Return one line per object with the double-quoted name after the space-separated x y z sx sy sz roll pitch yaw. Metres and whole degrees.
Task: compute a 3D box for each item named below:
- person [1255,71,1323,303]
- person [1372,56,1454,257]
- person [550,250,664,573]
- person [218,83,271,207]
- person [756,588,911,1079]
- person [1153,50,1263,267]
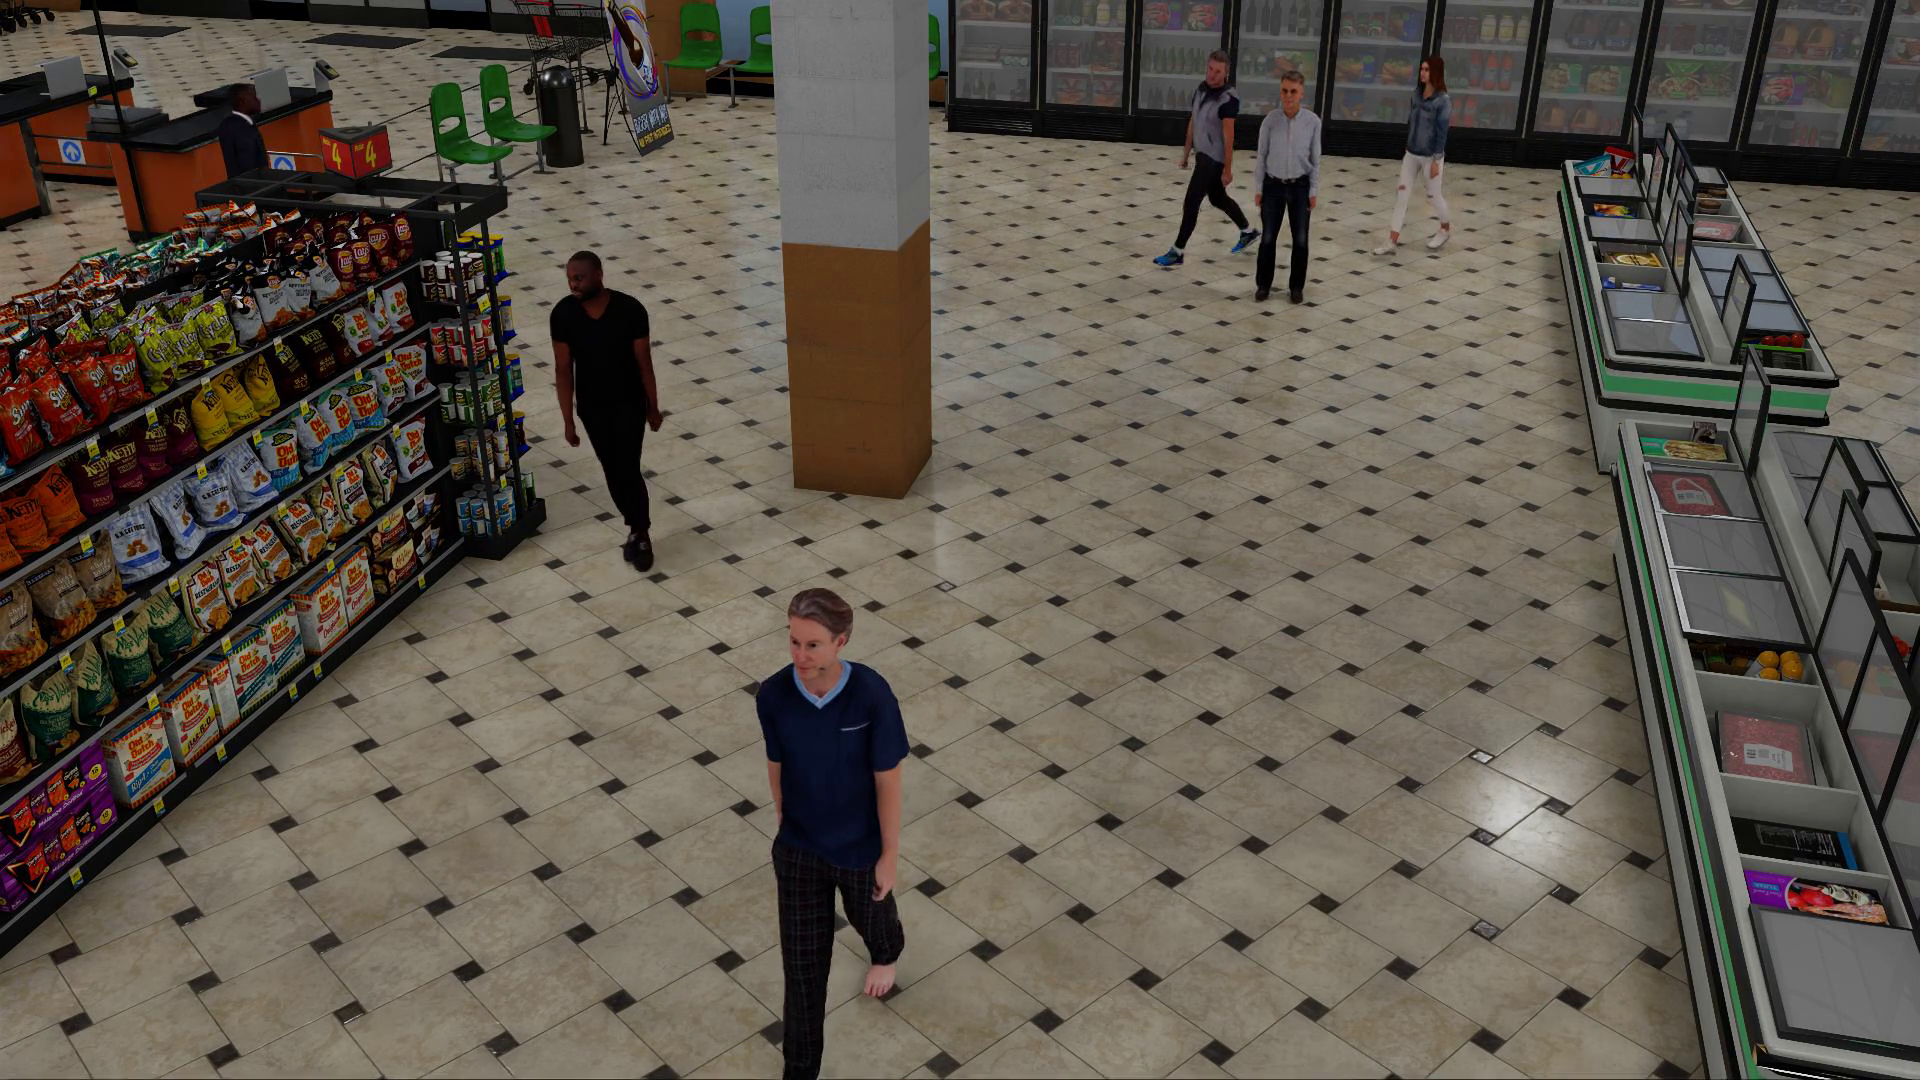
2.570 -2.771 13.056 0.648 1.812 0.542 6 27 11 "person"
4.014 -3.241 14.142 1.187 1.669 1.079 -17 31 -30 "person"
-1.874 -0.736 9.060 0.756 1.796 0.774 0 27 0 "person"
-5.406 -2.501 12.554 1.264 1.784 1.136 -19 33 -33 "person"
-0.386 0.980 5.650 0.761 1.820 1.234 4 27 8 "person"
2.184 -3.143 13.834 1.261 1.772 1.315 -8 28 -15 "person"
